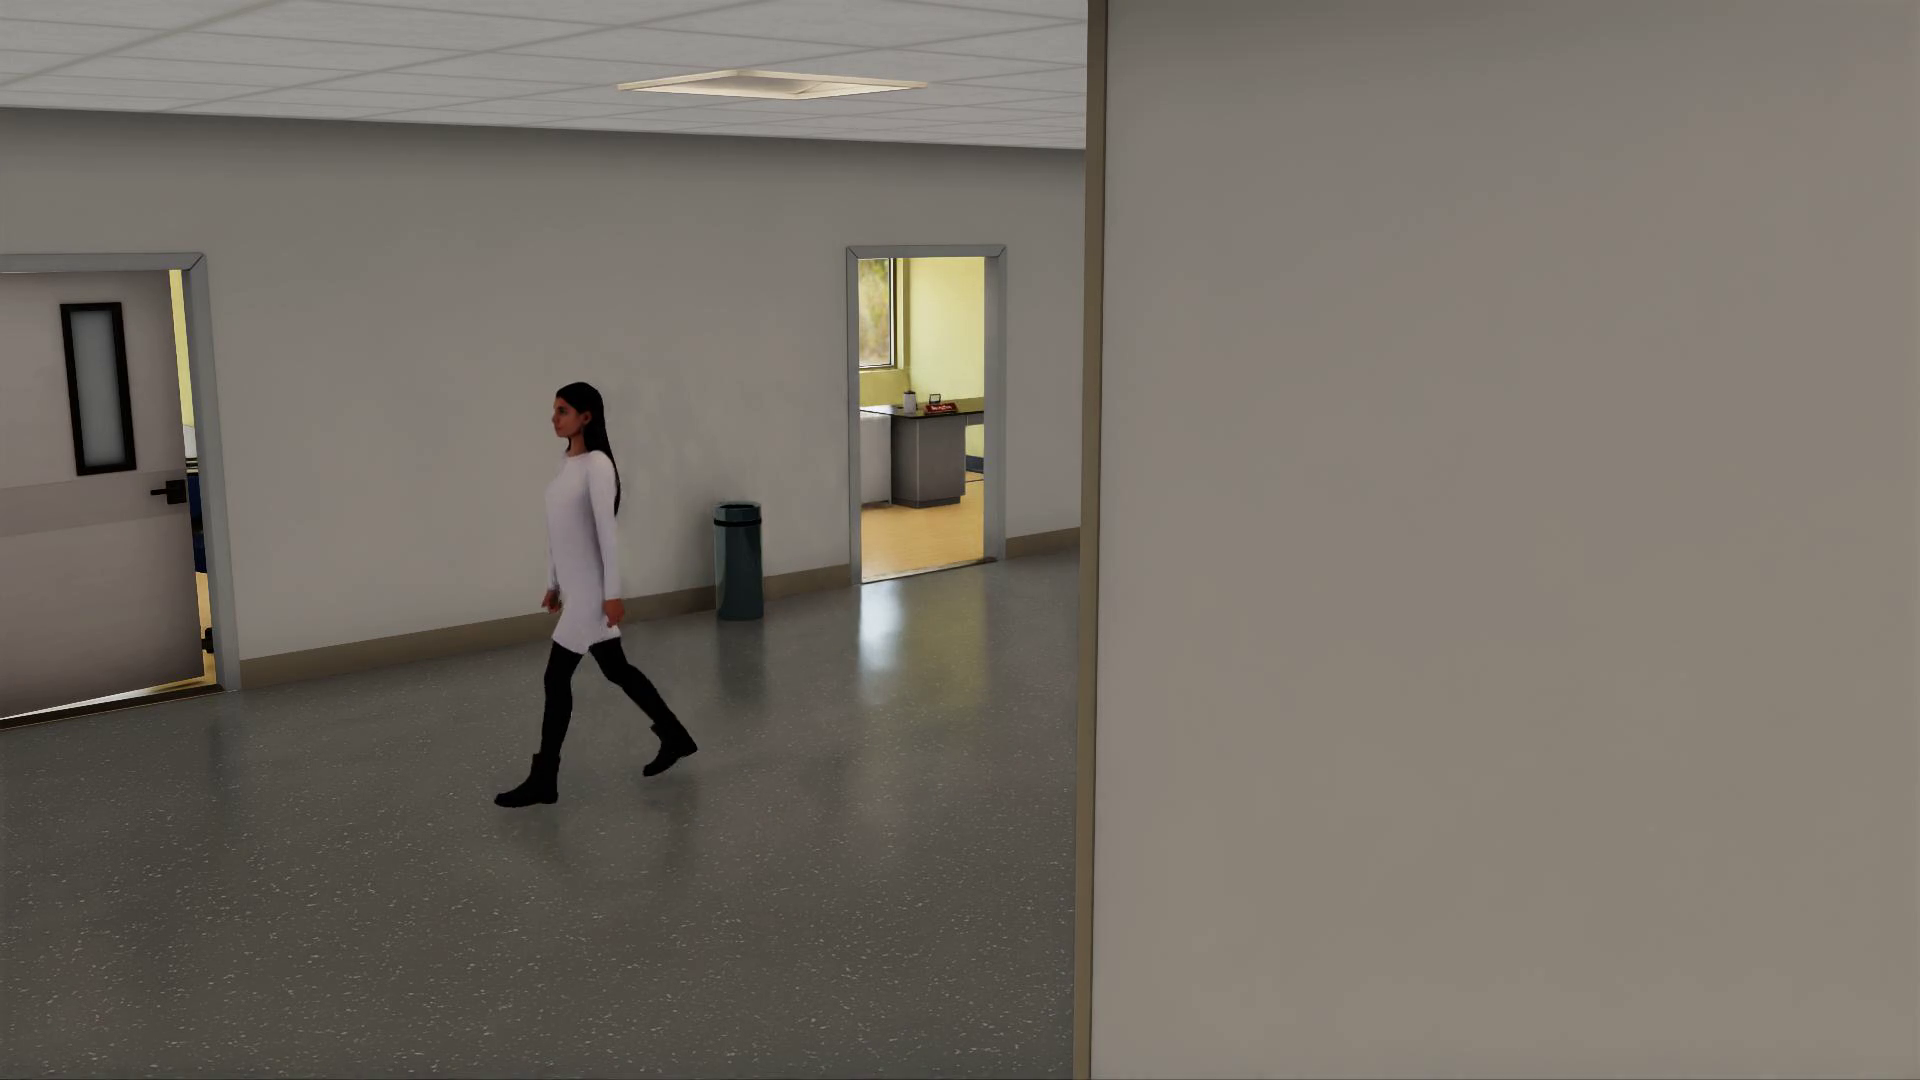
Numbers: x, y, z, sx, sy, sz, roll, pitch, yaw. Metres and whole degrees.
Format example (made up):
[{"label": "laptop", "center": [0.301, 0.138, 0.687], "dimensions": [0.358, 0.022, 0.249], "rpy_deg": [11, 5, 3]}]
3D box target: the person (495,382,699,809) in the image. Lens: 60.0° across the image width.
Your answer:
[{"label": "person", "center": [-1.494, 0.241, 7.099], "dimensions": [1.184, 1.769, 0.733], "rpy_deg": [-7, 13, -31]}]
